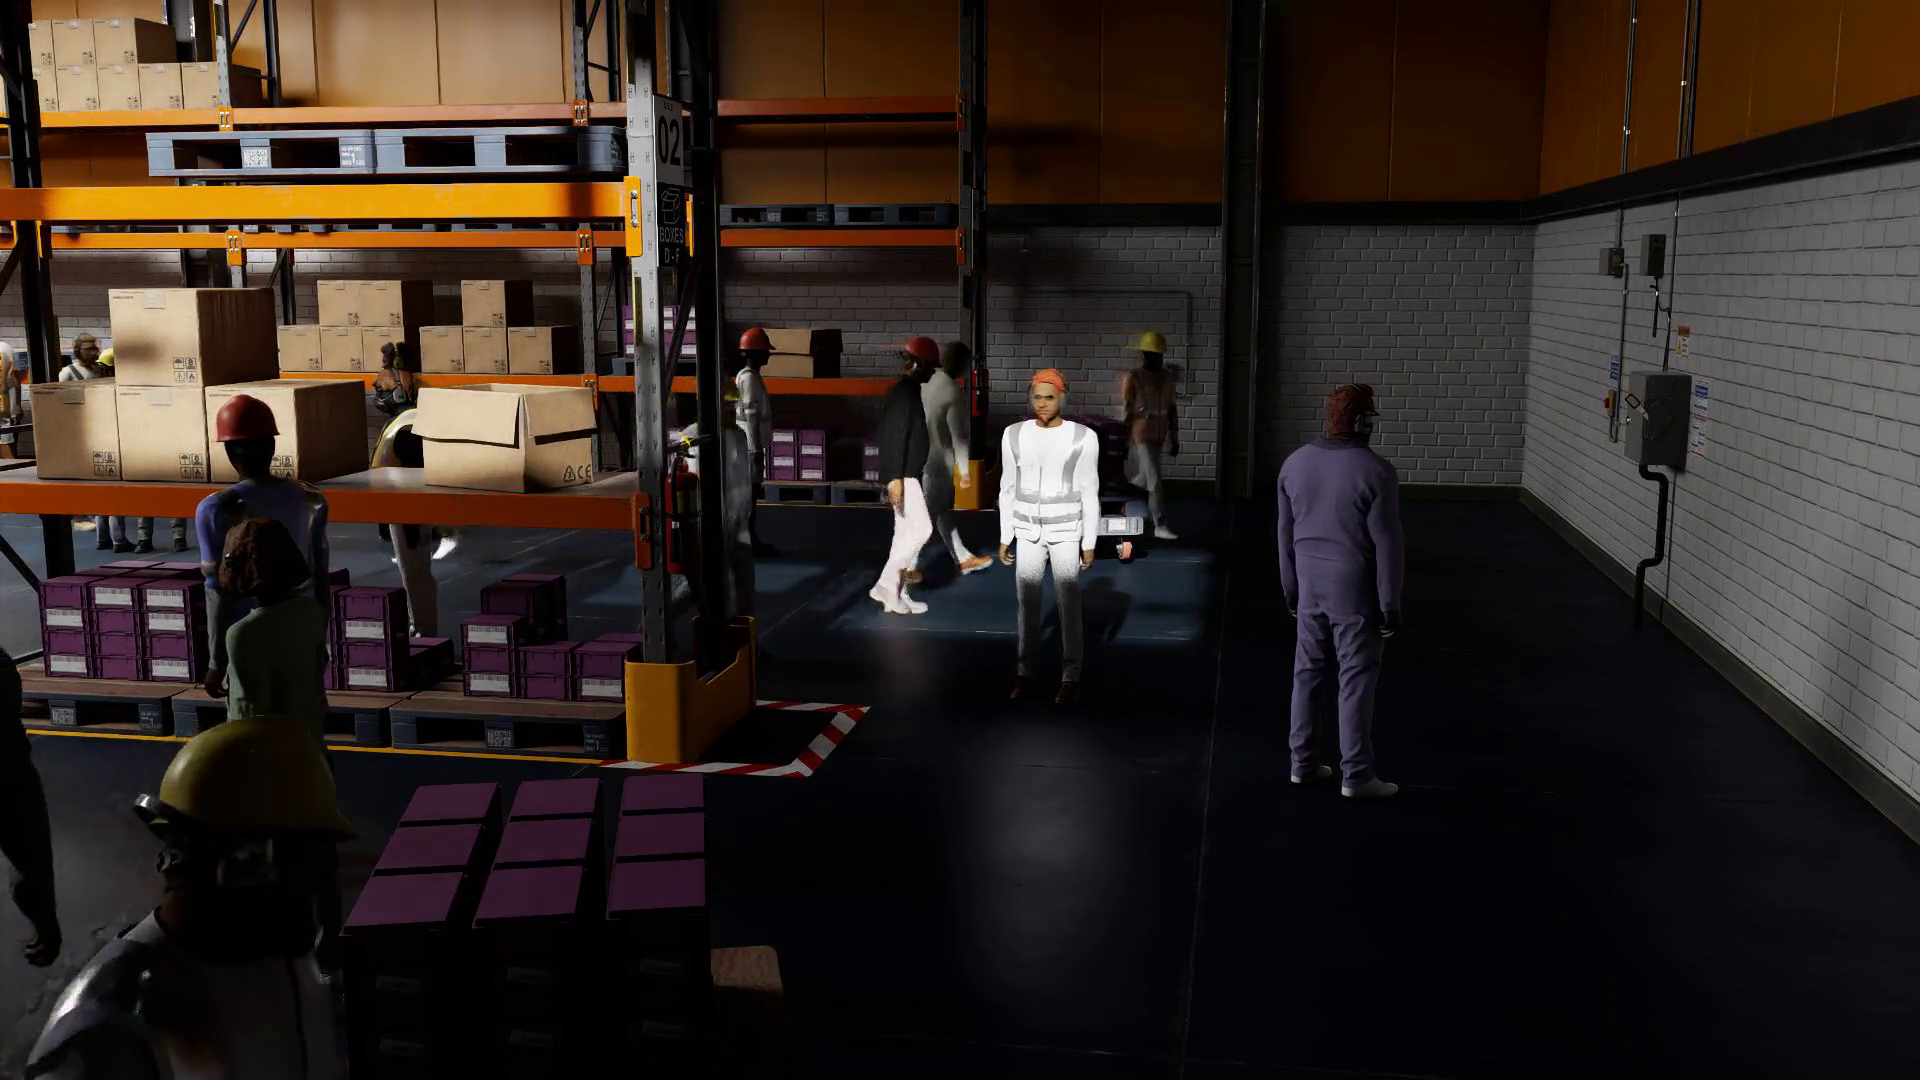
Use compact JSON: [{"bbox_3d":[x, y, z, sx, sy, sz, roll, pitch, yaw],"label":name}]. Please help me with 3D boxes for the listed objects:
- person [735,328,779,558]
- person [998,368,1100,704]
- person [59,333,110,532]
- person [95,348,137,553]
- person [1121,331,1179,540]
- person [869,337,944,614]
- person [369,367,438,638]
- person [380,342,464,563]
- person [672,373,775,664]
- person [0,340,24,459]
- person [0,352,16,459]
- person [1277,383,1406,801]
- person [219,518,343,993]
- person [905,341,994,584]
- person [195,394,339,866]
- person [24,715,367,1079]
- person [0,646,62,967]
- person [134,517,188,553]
[{"bbox_3d":[-1.727,-0.819,14.081,0.362,1.939,0.543,-2,9,-12],"label":"person"},{"bbox_3d":[0.495,-0.020,9.323,0.579,1.878,0.345,4,10,21],"label":"person"},{"bbox_3d":[-8.140,-1.006,15.532,0.327,1.843,0.514,3,9,15],"label":"person"},{"bbox_3d":[-7.290,-0.773,14.372,0.522,1.758,0.350,7,11,37],"label":"person"},{"bbox_3d":[1.683,-0.976,15.241,0.603,1.888,0.927,-7,12,-37],"label":"person"},{"bbox_3d":[-0.343,-0.448,11.729,0.476,1.952,0.683,0,9,-1],"label":"person"},{"bbox_3d":[-3.401,-0.141,10.211,0.428,1.836,0.626,-4,10,-21],"label":"person"},{"bbox_3d":[-4.466,-0.707,13.700,0.511,1.842,0.576,-3,10,-19],"label":"person"},{"bbox_3d":[-1.557,-0.134,10.264,0.787,1.809,0.603,6,11,31],"label":"person"},{"bbox_3d":[-10.397,-1.491,17.932,0.689,2.000,0.539,1,9,5],"label":"person"},{"bbox_3d":[-9.993,-1.298,17.119,0.470,1.940,0.552,5,11,30],"label":"person"},{"bbox_3d":[1.769,0.235,7.640,0.408,1.906,0.652,-8,12,-40],"label":"person"},{"bbox_3d":[-2.193,0.739,5.356,0.274,1.632,0.507,1,9,5],"label":"person"},{"bbox_3d":[-0.141,-0.596,12.880,0.878,1.877,0.715,-5,10,-29],"label":"person"},{"bbox_3d":[-2.736,0.398,6.548,0.376,1.934,0.547,6,11,32],"label":"person"},{"bbox_3d":[-1.139,1.145,2.410,0.864,1.775,0.608,2,9,11],"label":"person"},{"bbox_3d":[-2.392,0.868,3.776,0.932,1.898,0.646,6,11,35],"label":"person"},{"bbox_3d":[-6.898,-0.802,14.300,0.592,1.833,0.404,-3,10,-17],"label":"person"}]
